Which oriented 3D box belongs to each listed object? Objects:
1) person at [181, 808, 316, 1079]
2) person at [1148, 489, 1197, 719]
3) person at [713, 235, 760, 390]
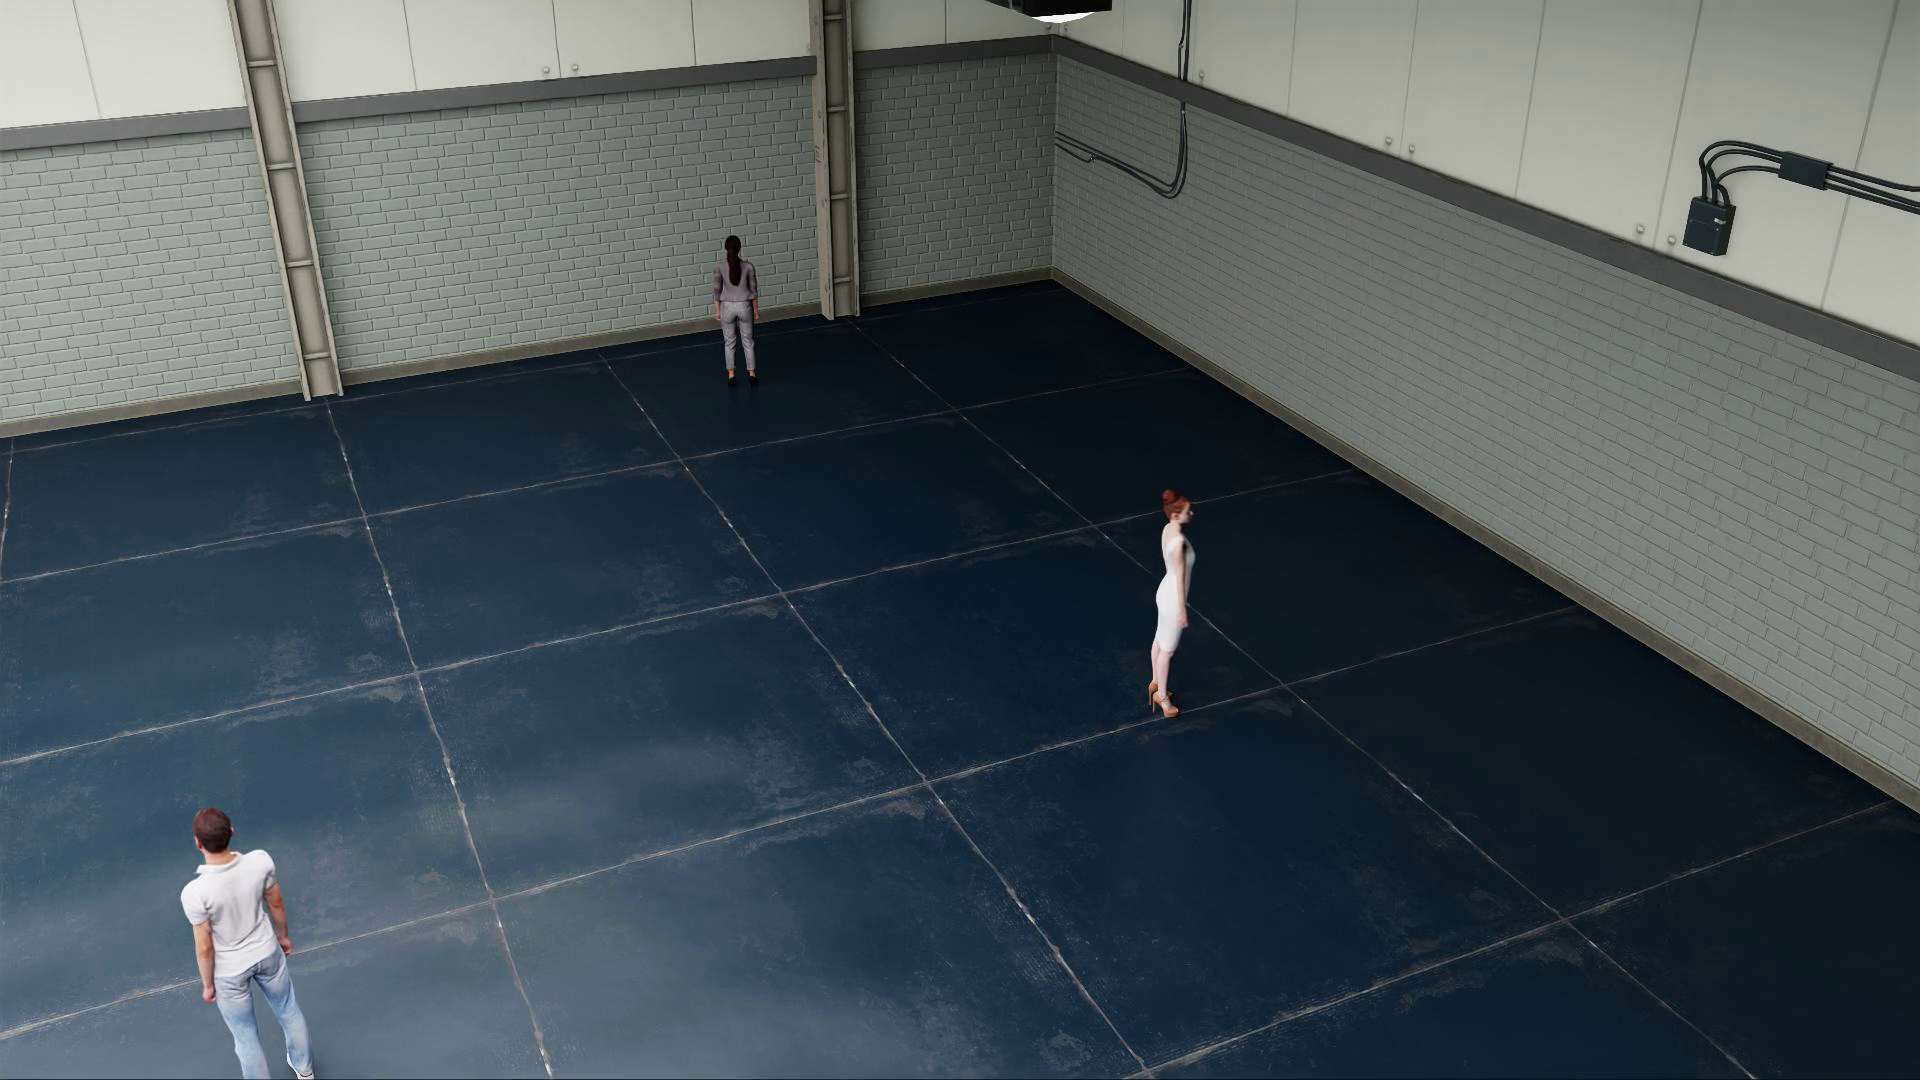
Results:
[{"bbox_3d":[-3.709,2.182,8.640,0.790,1.851,0.653,19,33,32],"label":"person"},{"bbox_3d":[1.523,0.454,12.062,0.611,1.790,0.634,-1,27,-1],"label":"person"},{"bbox_3d":[-2.392,-2.440,17.806,0.622,1.677,0.754,-4,27,-7],"label":"person"}]
